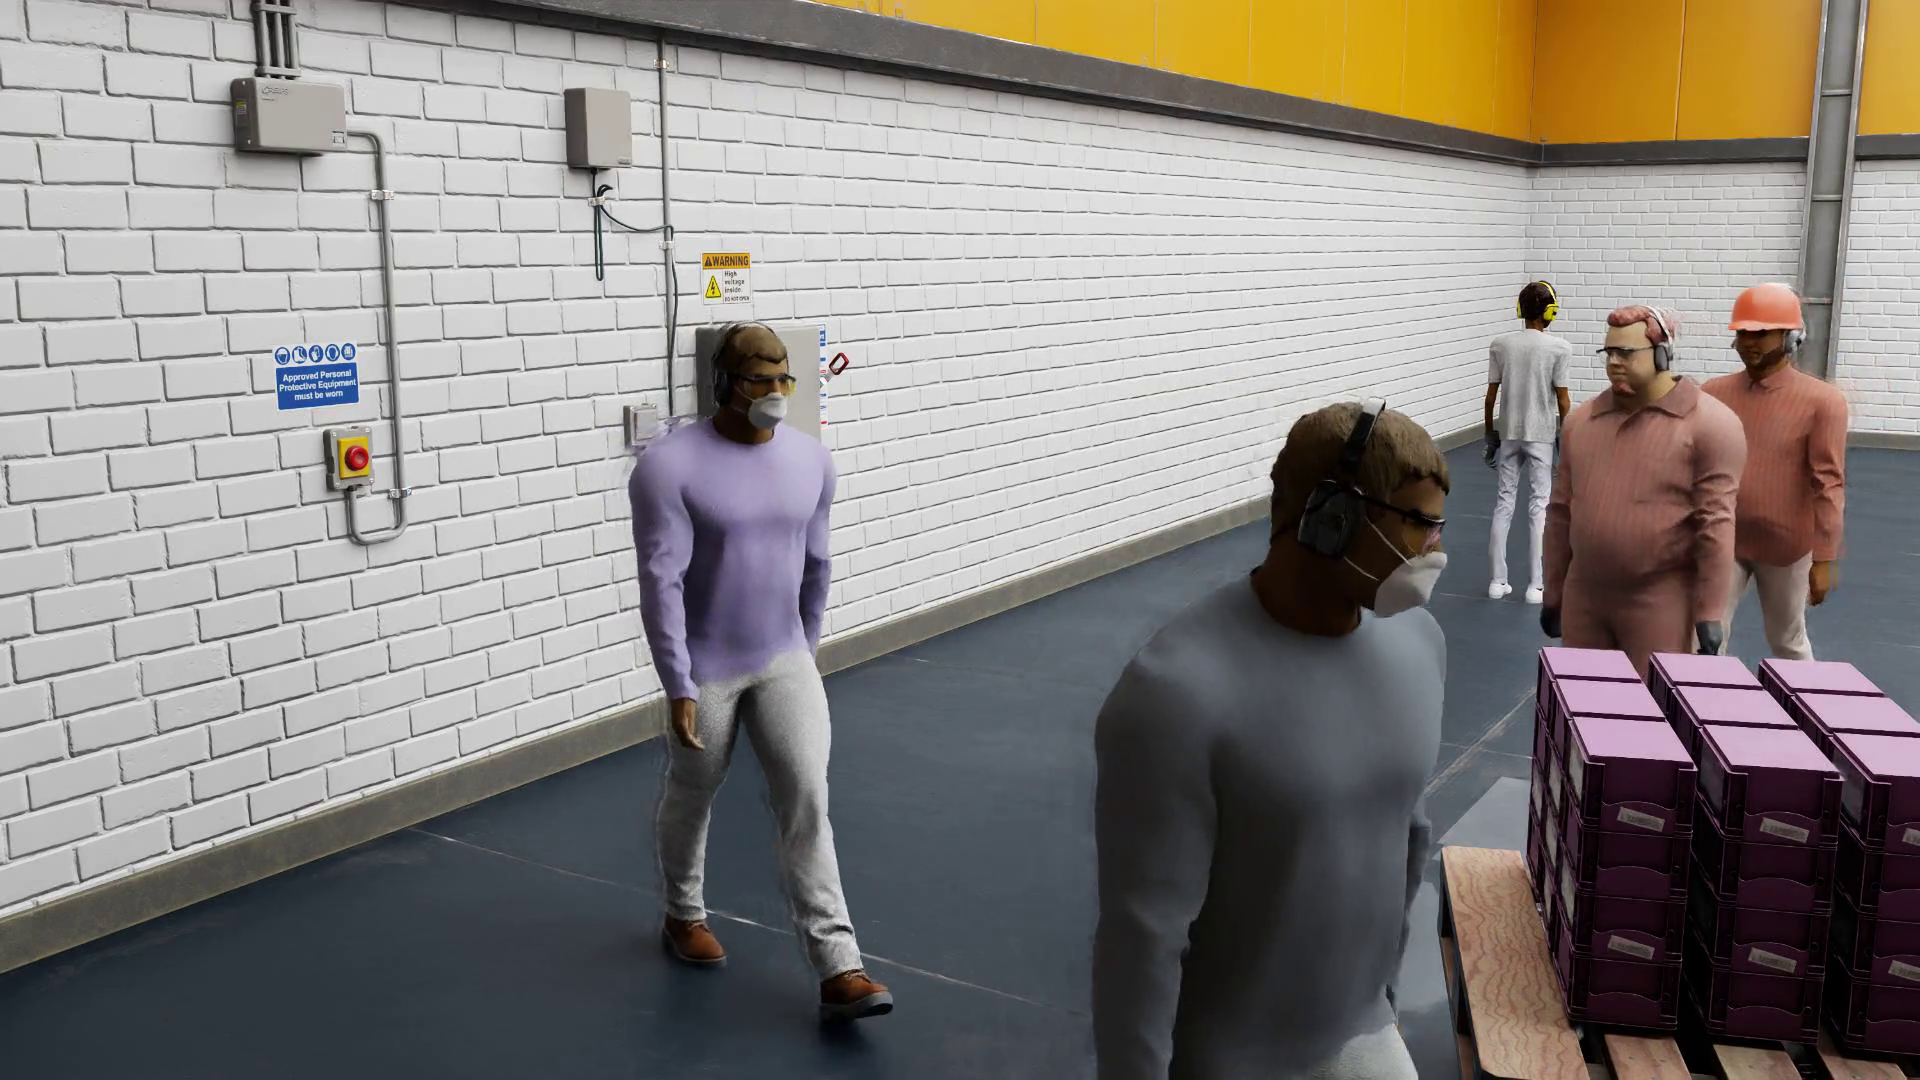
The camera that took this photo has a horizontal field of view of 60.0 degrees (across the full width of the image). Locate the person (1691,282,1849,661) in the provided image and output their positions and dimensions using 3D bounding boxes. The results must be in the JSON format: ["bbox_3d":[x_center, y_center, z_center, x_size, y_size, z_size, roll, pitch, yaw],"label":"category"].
[{"bbox_3d":[3.086,-0.012,6.404,1.004,1.950,0.626,-8,13,-39],"label":"person"}]

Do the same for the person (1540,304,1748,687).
[{"bbox_3d":[2.222,0.175,5.494,0.542,1.893,0.671,-8,13,-36],"label":"person"}]

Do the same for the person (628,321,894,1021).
[{"bbox_3d":[-0.576,0.356,4.539,0.640,1.884,1.027,-6,12,-32],"label":"person"}]

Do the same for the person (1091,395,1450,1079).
[{"bbox_3d":[0.489,0.758,2.284,0.674,1.879,0.985,-6,12,-30],"label":"person"}]

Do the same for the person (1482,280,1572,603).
[{"bbox_3d":[3.303,-0.568,9.691,0.523,1.870,0.317,9,14,41],"label":"person"}]
